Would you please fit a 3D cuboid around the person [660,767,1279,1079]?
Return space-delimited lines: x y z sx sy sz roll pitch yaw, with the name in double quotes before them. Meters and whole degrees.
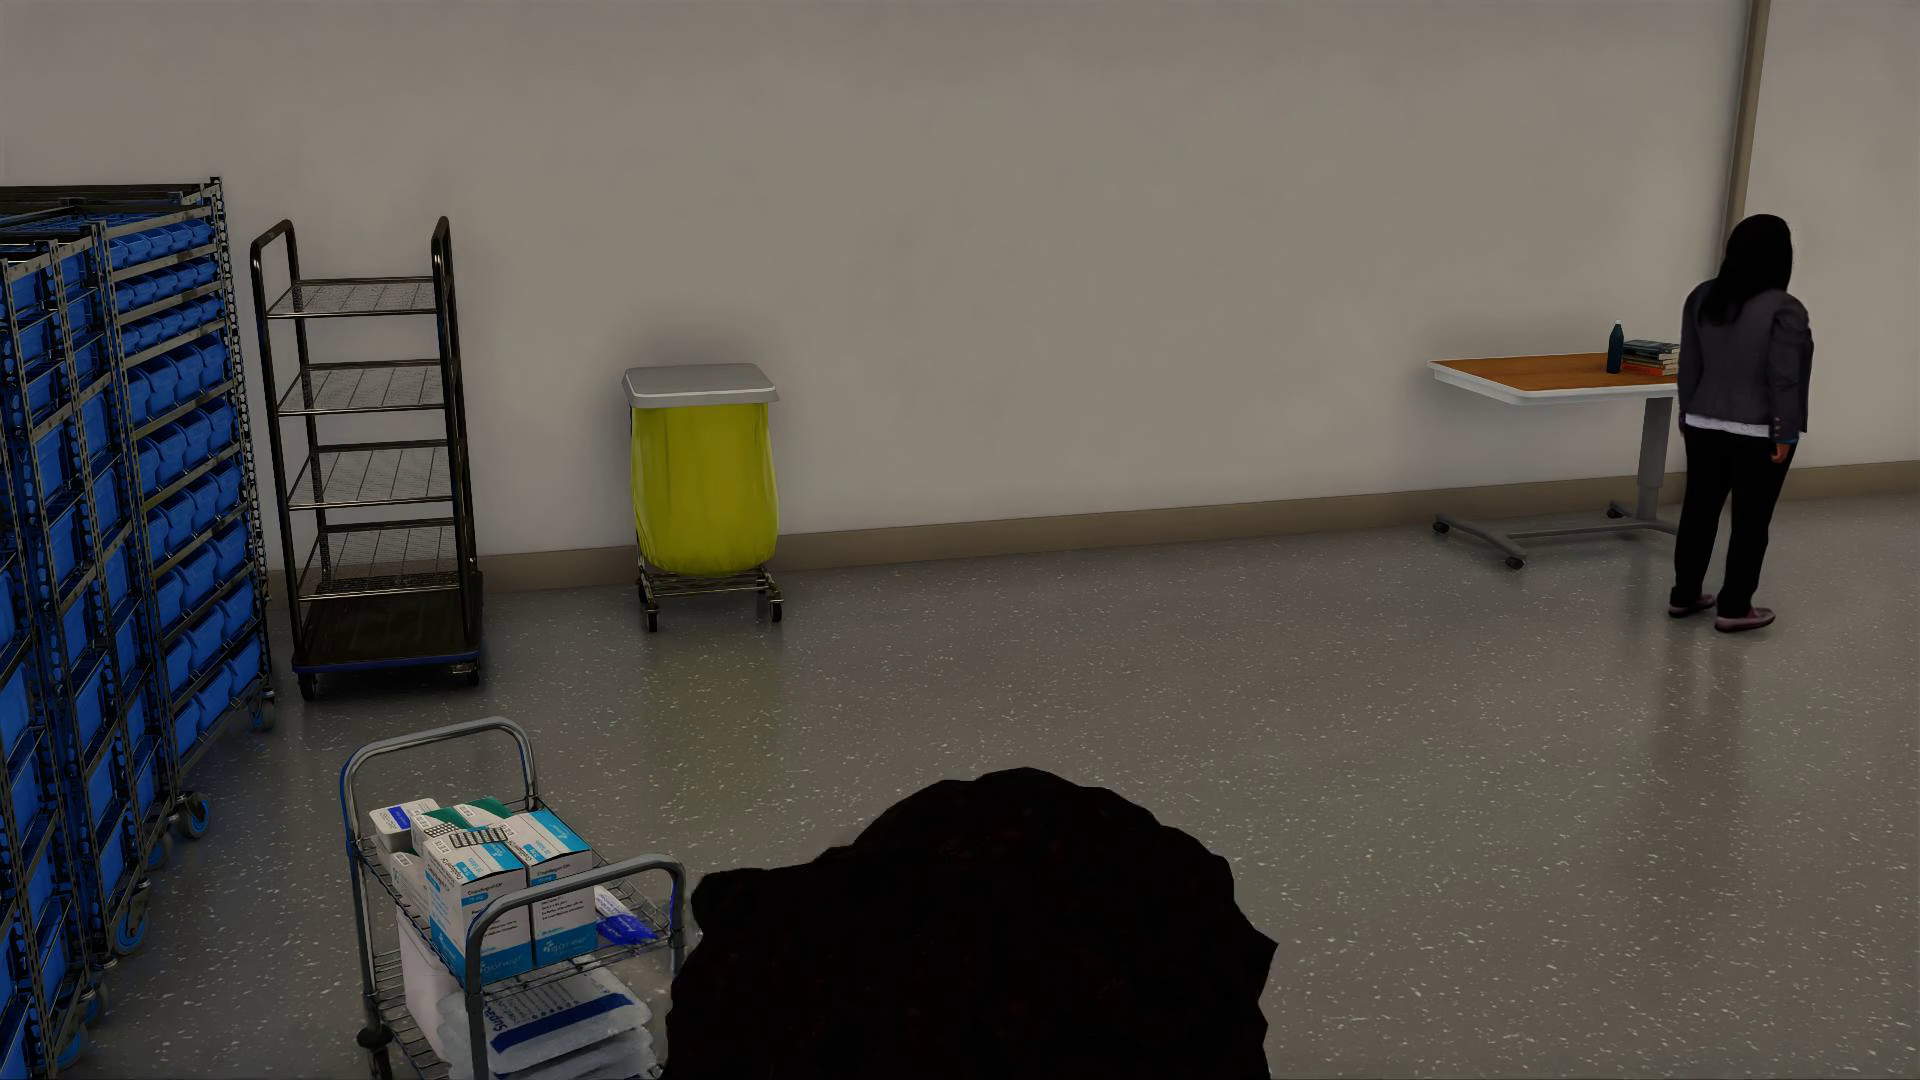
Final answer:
"person" -0.079 1.001 0.942 0.987 1.780 1.146 13 20 39

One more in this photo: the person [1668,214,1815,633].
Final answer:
"person" 2.998 -0.445 6.408 0.737 1.597 0.737 -9 18 -28
